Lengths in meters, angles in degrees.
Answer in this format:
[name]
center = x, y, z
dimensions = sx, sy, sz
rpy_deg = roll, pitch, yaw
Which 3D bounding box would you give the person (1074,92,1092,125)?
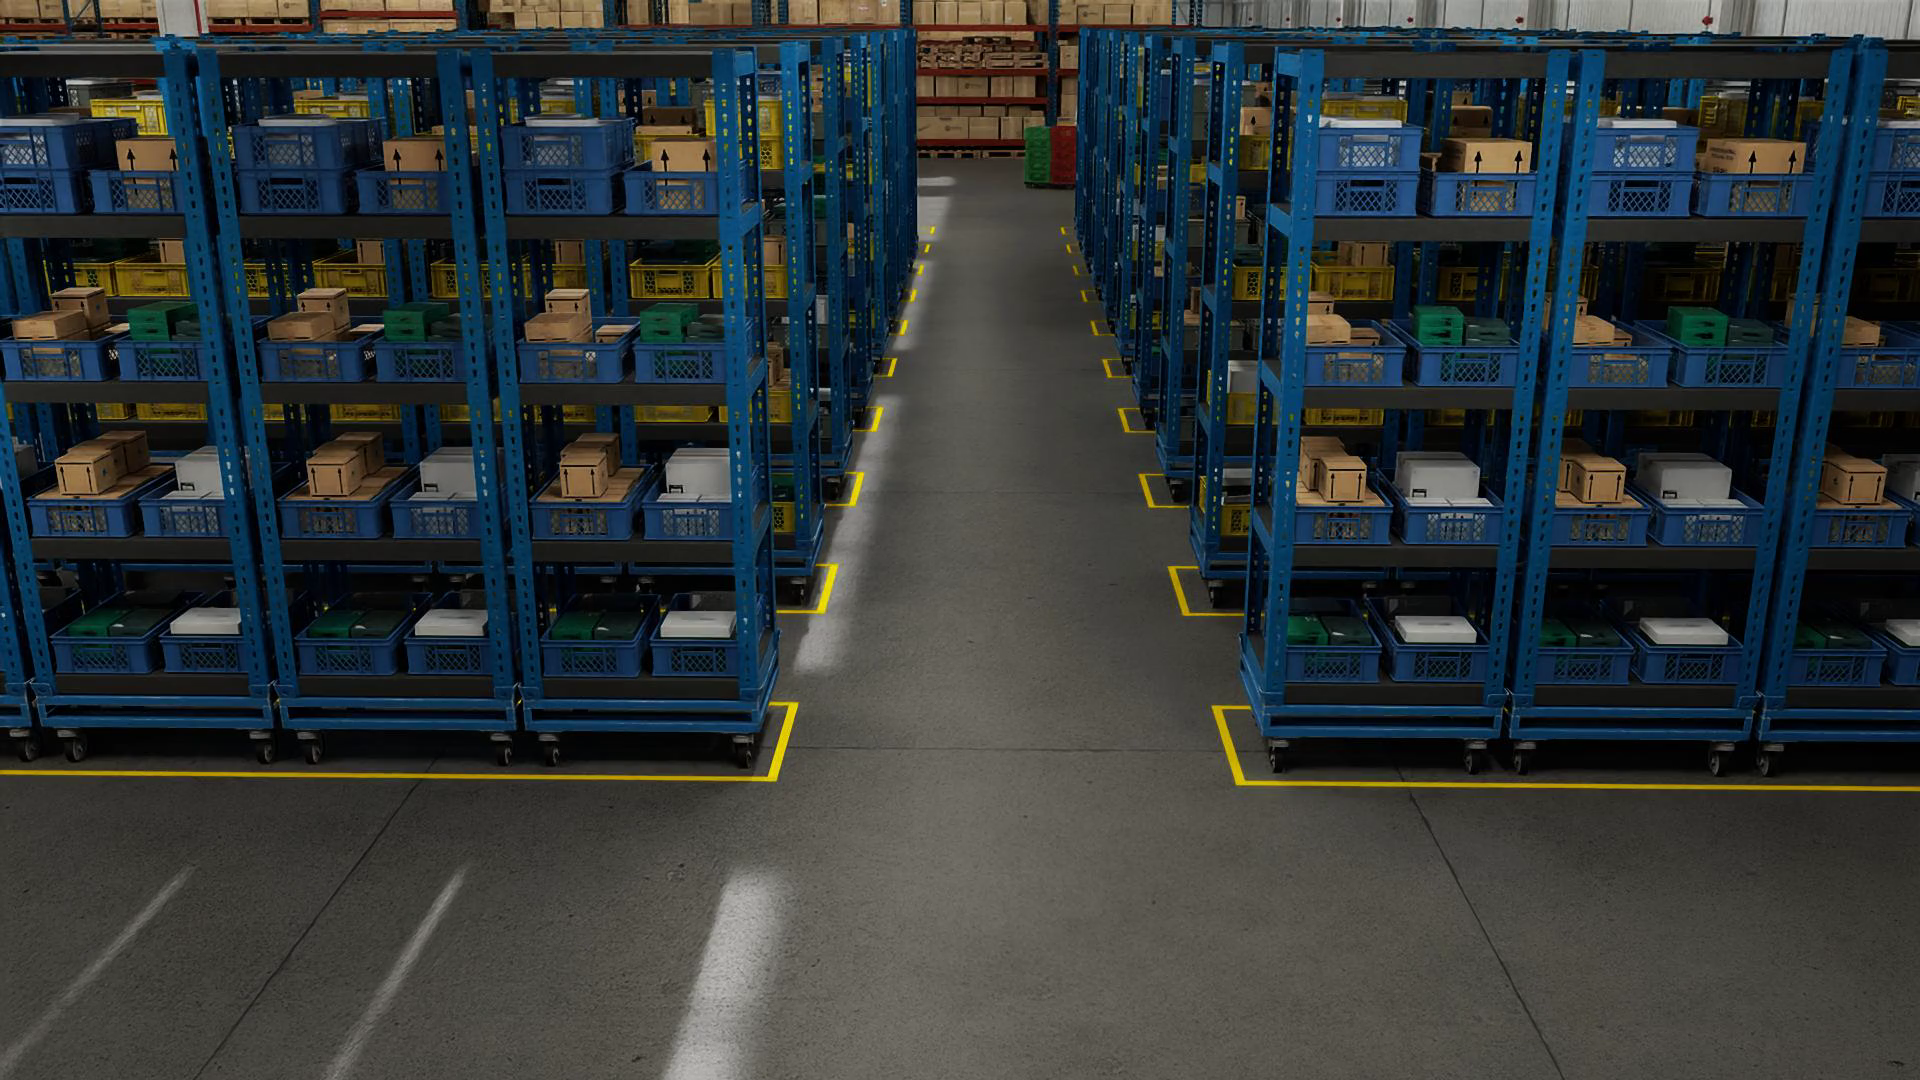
[person]
center = 3.160, -10.599, 42.949
dimensions = 0.393, 1.946, 0.617
rpy_deg = -13, 22, -36
